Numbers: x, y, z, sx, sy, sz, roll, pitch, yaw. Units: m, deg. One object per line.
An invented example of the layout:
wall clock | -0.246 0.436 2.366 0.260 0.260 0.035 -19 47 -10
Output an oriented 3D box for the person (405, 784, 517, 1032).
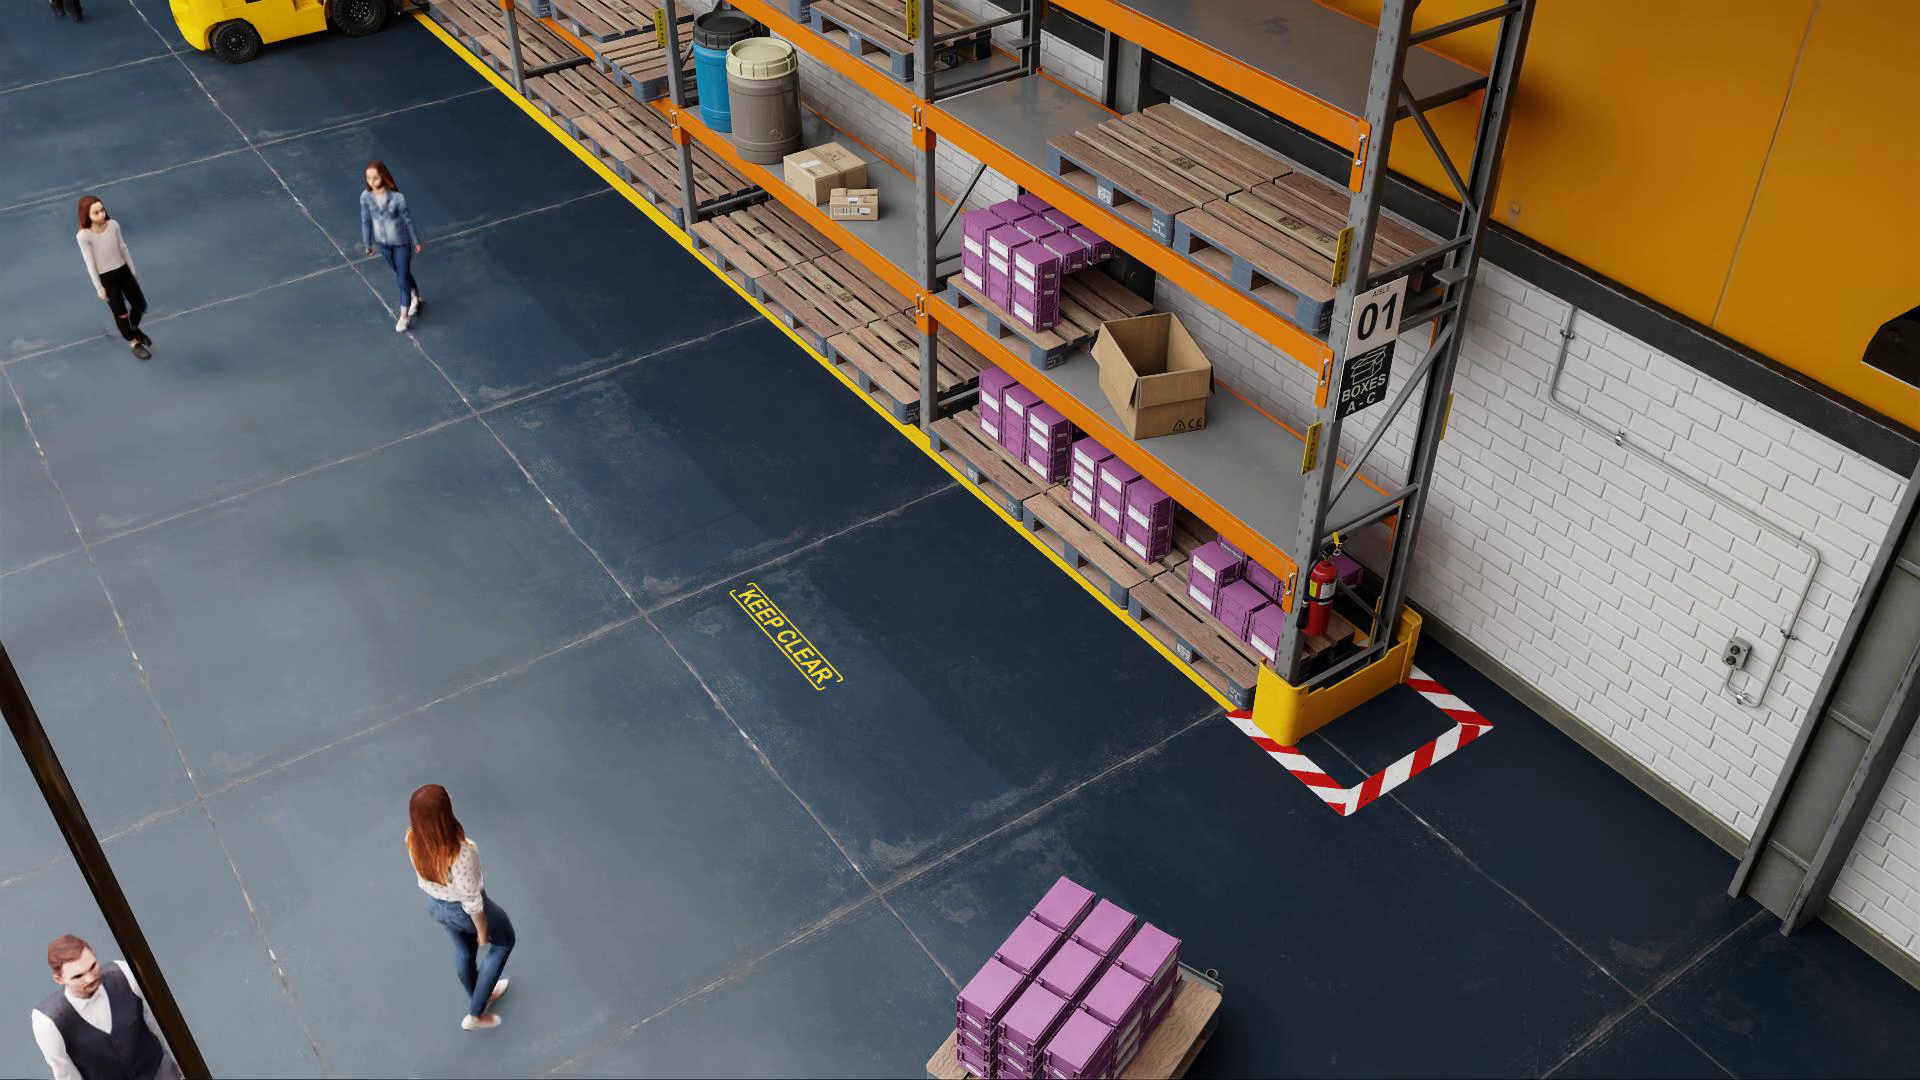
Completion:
person | -2.580 1.912 8.403 0.730 1.718 0.785 17 42 20

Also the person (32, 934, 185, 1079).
person | -3.844 2.428 7.593 0.999 1.921 0.810 27 46 30

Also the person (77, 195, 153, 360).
person | -7.030 -2.181 13.721 0.654 1.478 0.632 24 44 27

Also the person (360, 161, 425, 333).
person | -4.814 -2.580 14.235 0.898 1.459 0.955 7 39 8
